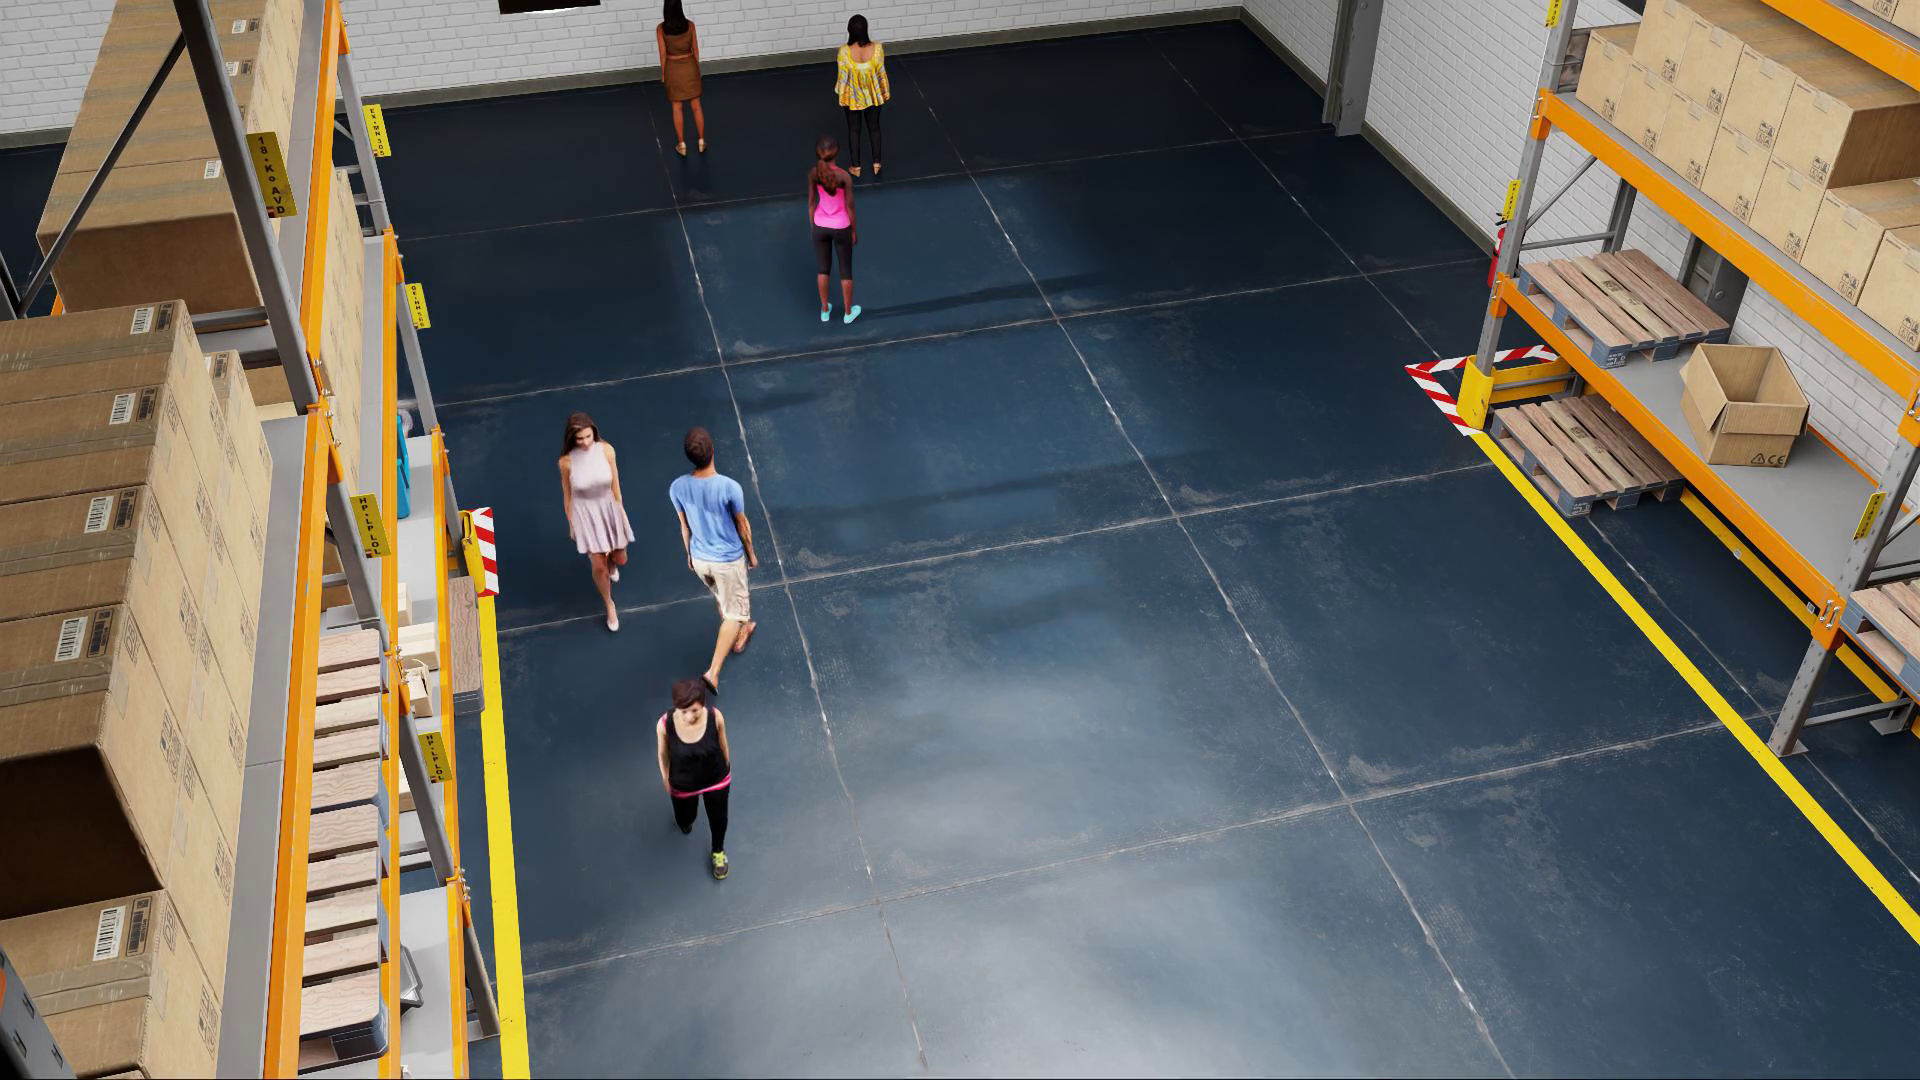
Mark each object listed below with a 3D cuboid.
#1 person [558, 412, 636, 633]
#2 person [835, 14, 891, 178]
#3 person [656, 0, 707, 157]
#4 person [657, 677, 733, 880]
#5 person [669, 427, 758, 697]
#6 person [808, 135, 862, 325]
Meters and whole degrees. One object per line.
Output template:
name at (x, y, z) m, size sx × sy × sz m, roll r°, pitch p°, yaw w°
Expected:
person at (-2.467, -0.181, 11.201) m, size 0.595 × 1.758 × 0.804 m, roll -12°, pitch 40°, yaw -14°
person at (-0.977, -4.428, 16.601) m, size 0.692 × 1.655 × 0.723 m, roll -10°, pitch 40°, yaw -12°
person at (-2.843, -4.754, 16.981) m, size 0.560 × 1.690 × 0.510 m, roll -12°, pitch 40°, yaw -14°
person at (-1.501, 1.286, 9.544) m, size 0.542 × 1.534 × 0.743 m, roll -8°, pitch 39°, yaw -9°
person at (-1.581, 0.167, 10.703) m, size 1.024 × 1.835 × 1.207 m, roll 12°, pitch 40°, yaw 14°
person at (-1.105, -2.681, 14.358) m, size 0.657 × 1.724 × 0.680 m, roll 8°, pitch 39°, yaw 10°
